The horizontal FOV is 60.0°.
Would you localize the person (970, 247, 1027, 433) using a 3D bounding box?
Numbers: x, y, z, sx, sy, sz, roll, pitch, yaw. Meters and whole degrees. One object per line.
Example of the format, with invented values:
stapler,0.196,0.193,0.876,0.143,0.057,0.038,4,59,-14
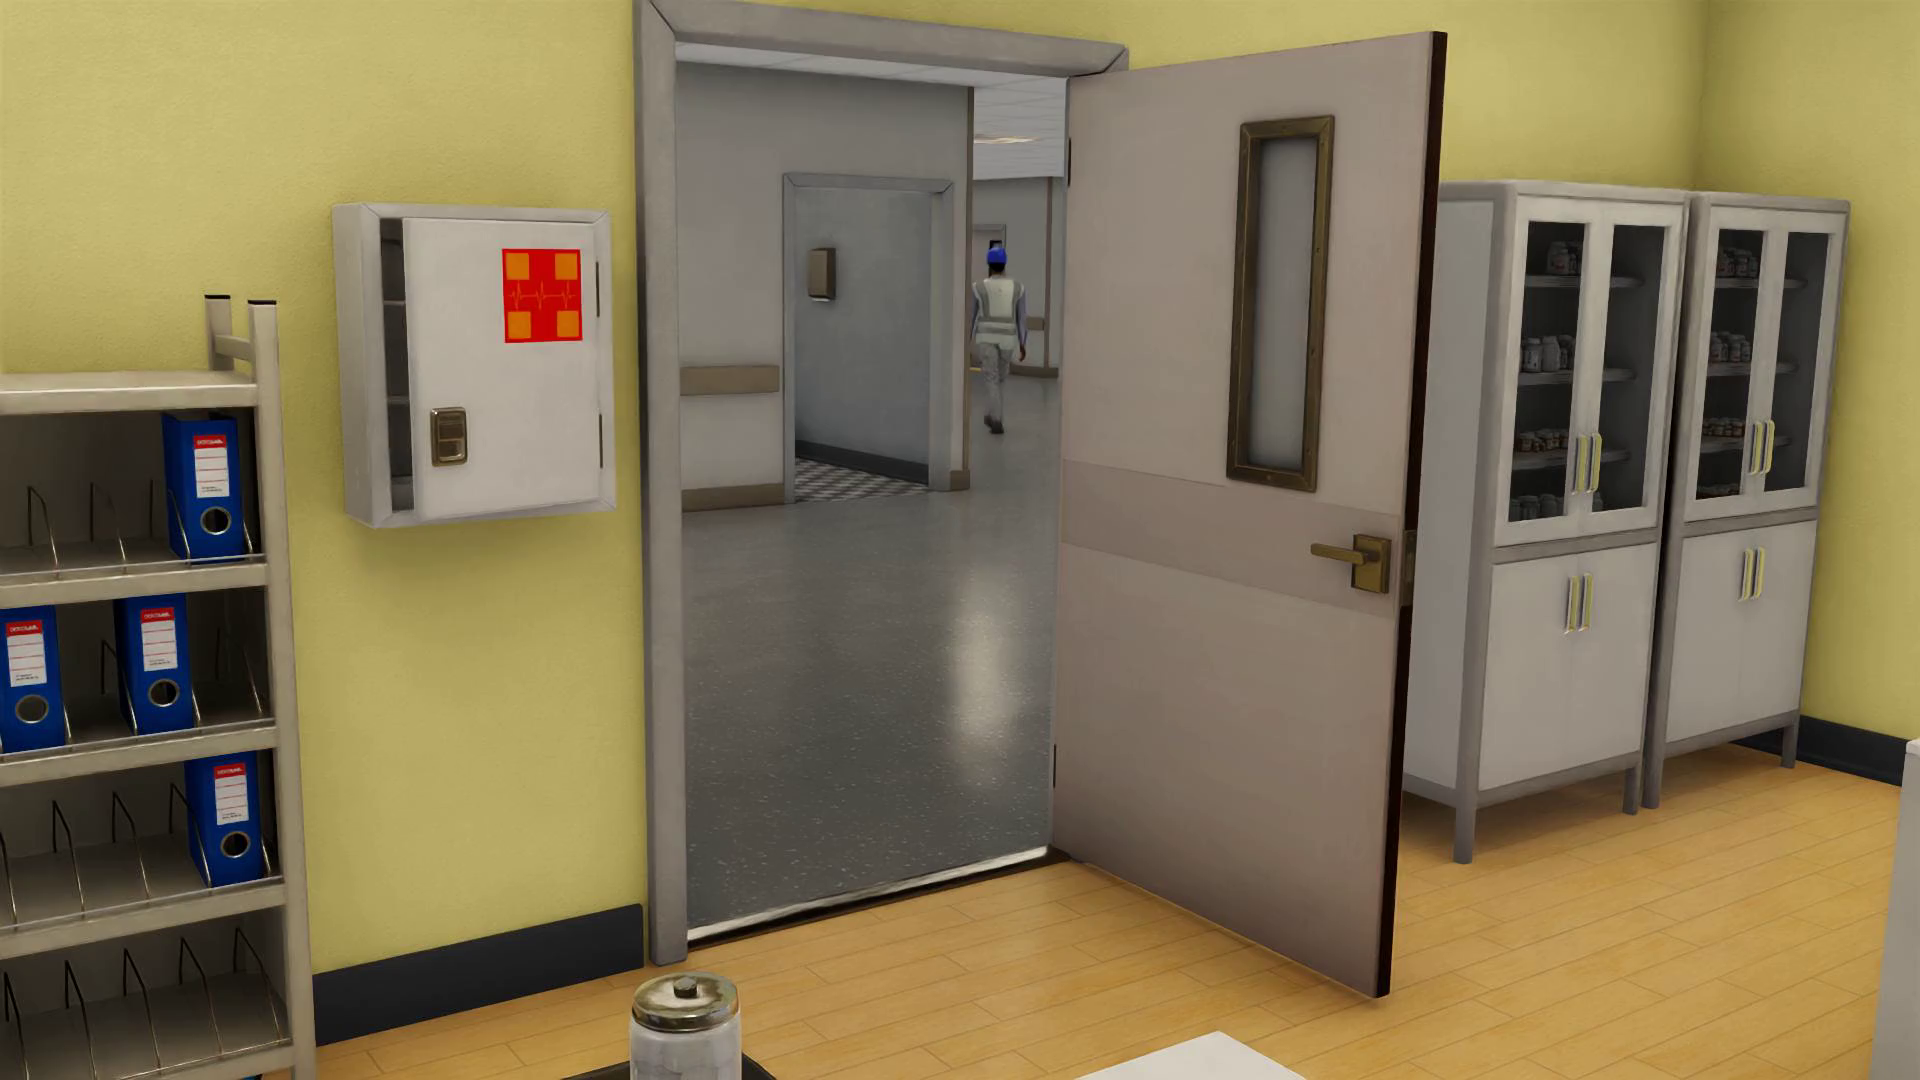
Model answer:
person,0.352,-2.059,17.136,0.630,1.895,0.994,-1,10,-13
